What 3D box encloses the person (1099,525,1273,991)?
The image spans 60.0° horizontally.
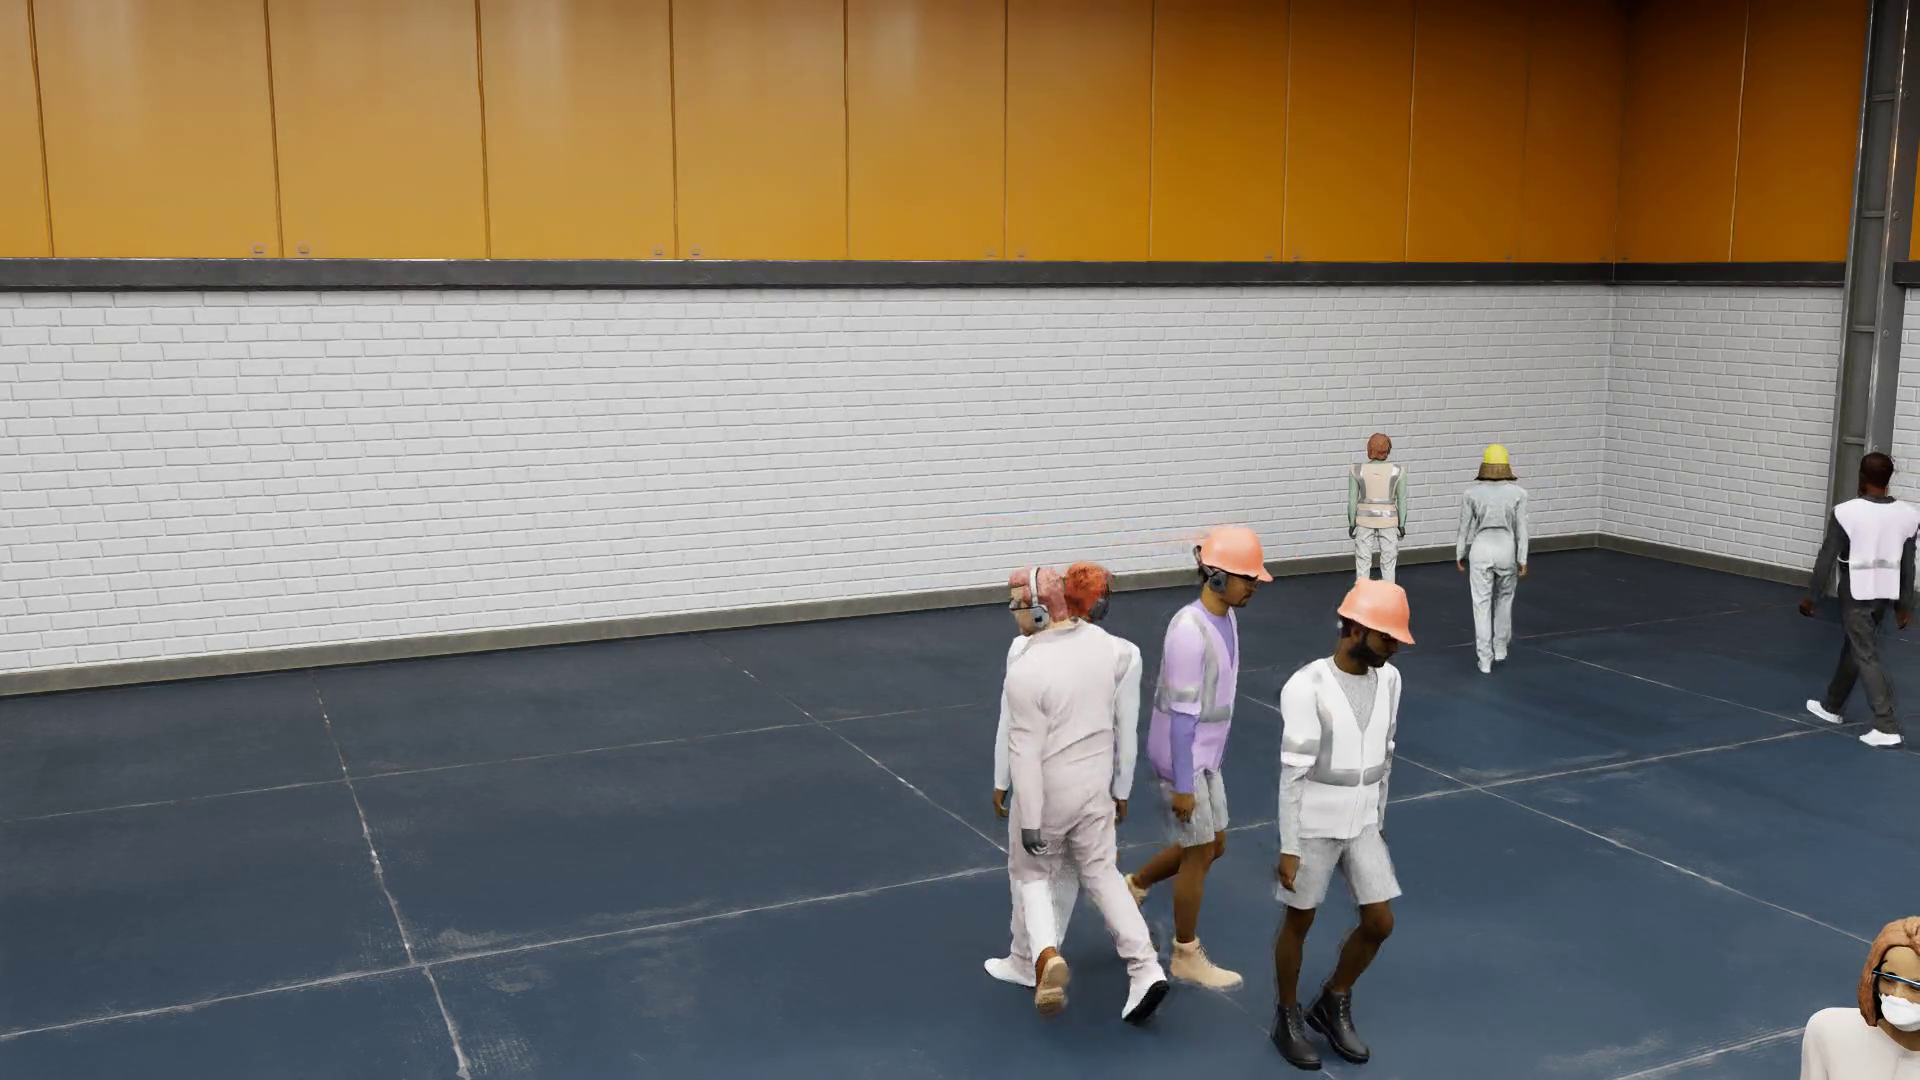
[{"bbox_3d":[0.956,0.913,7.041,0.685,2.009,0.615,4,10,25],"label":"person"}]

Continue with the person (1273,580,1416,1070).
[{"bbox_3d":[1.405,1.083,6.296,0.630,1.899,0.511,-4,10,-22],"label":"person"}]

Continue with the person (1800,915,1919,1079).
[{"bbox_3d":[2.093,1.627,3.735,0.280,1.634,0.498,-8,12,-42],"label":"person"}]

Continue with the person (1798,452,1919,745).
[{"bbox_3d":[5.902,0.363,10.860,0.608,1.872,0.996,-2,9,-11],"label":"person"}]

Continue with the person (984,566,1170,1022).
[{"bbox_3d":[0.461,1.023,6.769,0.653,1.866,0.907,-8,12,-42],"label":"person"}]

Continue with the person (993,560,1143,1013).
[{"bbox_3d":[0.453,1.009,6.902,0.619,1.855,0.787,-1,9,-4],"label":"person"}]

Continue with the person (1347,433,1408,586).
[{"bbox_3d":[3.636,-0.112,14.508,0.511,1.641,0.307,3,9,15],"label":"person"}]

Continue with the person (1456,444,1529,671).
[{"bbox_3d":[4.095,0.116,12.827,0.517,1.710,0.762,3,9,15],"label":"person"}]
